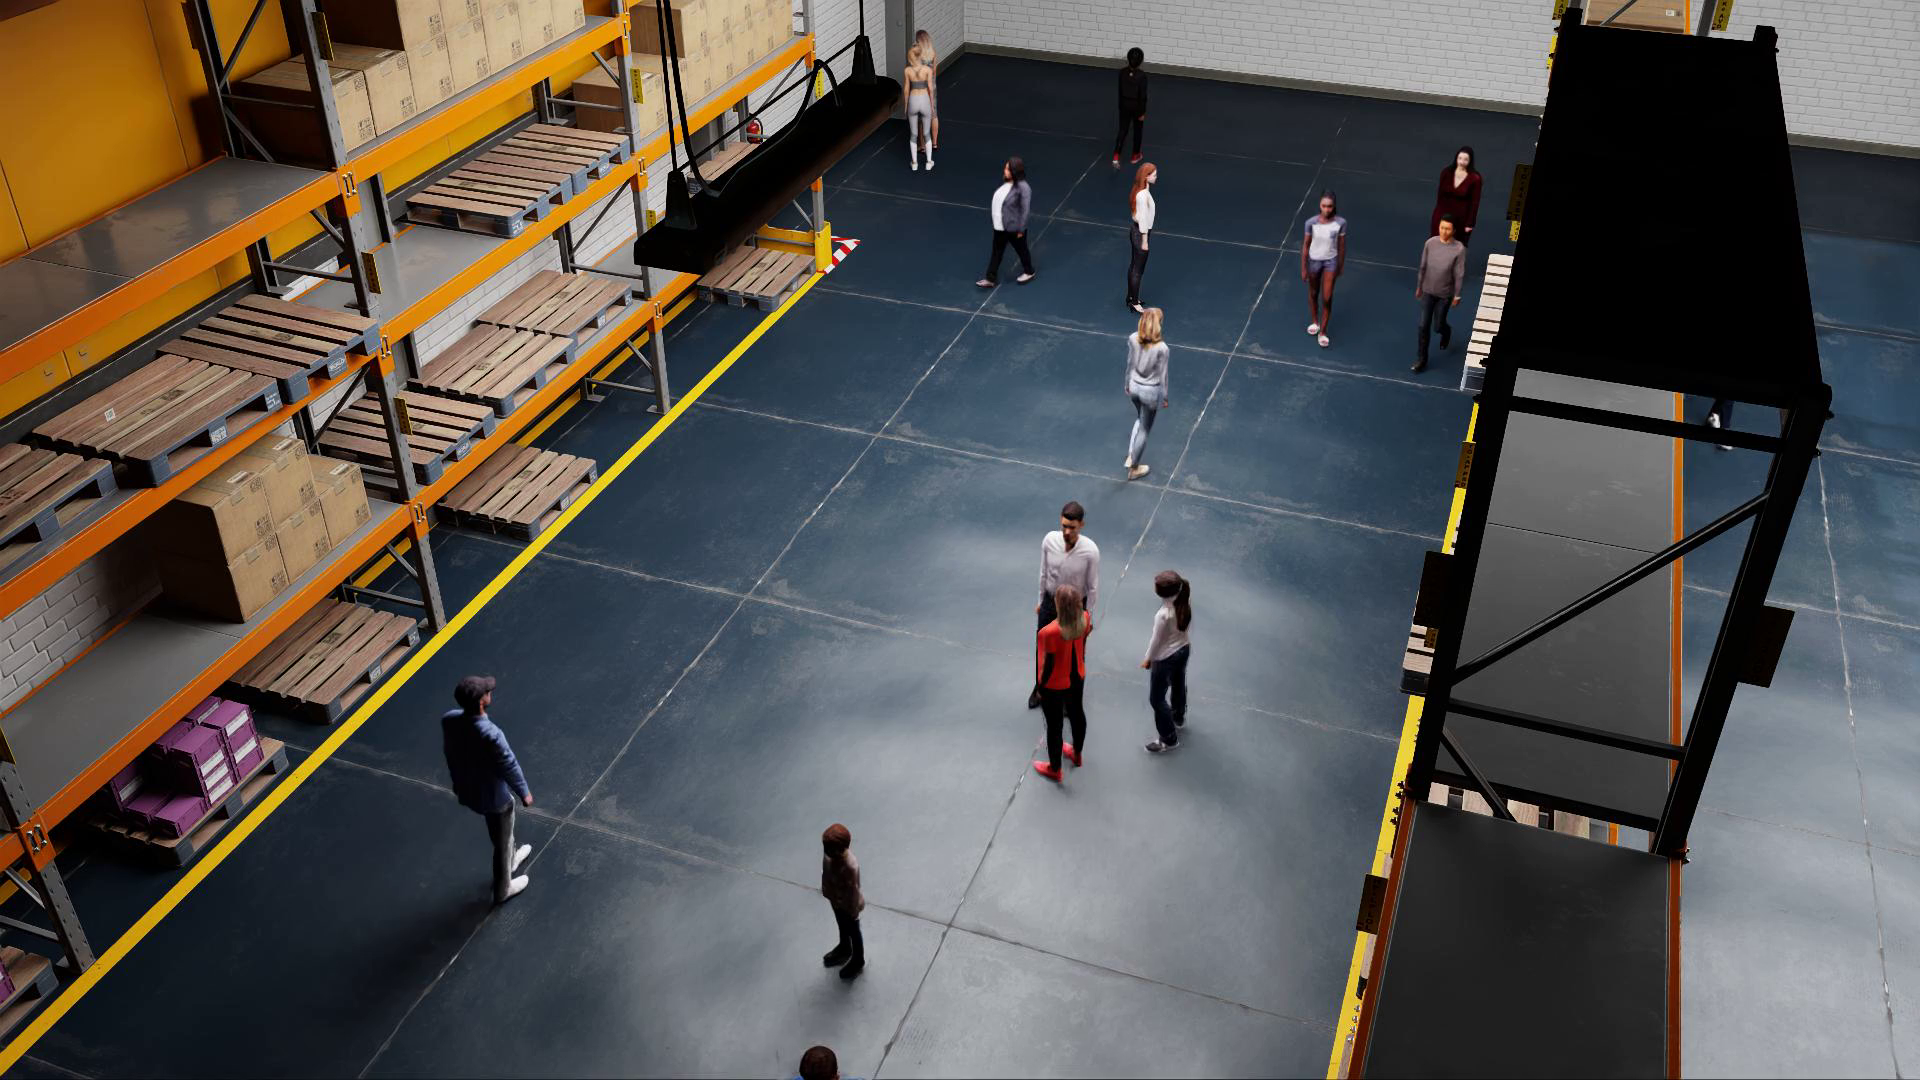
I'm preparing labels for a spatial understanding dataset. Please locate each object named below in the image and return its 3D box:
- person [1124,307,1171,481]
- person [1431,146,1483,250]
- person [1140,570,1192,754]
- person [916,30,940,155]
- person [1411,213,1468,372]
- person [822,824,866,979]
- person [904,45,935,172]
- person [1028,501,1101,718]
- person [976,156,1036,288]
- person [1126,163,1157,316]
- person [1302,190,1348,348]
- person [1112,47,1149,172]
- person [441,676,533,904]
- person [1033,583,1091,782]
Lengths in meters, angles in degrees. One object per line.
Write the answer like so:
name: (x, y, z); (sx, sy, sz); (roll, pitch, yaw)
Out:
person: (1.687, -1.348, 15.693); (0.723, 1.787, 0.751); (28, 43, 35)
person: (5.812, -3.772, 19.415); (0.797, 1.705, 1.149); (19, 38, 26)
person: (1.600, 0.866, 12.589); (0.678, 1.538, 0.873); (-22, 39, -29)
person: (-0.479, -6.228, 23.113); (0.590, 1.702, 0.700); (-25, 41, -32)
person: (5.136, -2.664, 17.708); (0.840, 1.749, 1.017); (20, 39, 28)
person: (-0.740, 2.296, 10.747); (0.582, 1.194, 0.554); (-27, 42, -34)
person: (-0.557, -5.868, 22.568); (0.615, 1.705, 0.608); (1, 34, 1)
person: (0.848, 0.474, 12.883); (0.671, 1.864, 0.651); (15, 36, 21)
person: (0.666, -3.701, 19.443); (1.161, 1.555, 1.016); (-23, 40, -30)
person: (2.042, -3.422, 18.837); (0.719, 1.762, 0.577); (-2, 34, -3)
person: (3.995, -3.060, 18.347); (0.671, 1.702, 0.864); (6, 34, 10)
person: (2.286, -5.824, 22.551); (0.649, 1.652, 1.063); (14, 36, 20)
person: (-3.181, 1.700, 11.027); (0.757, 1.878, 0.829); (18, 38, 25)
person: (0.761, 1.026, 12.208); (0.620, 1.693, 0.734); (-26, 42, -33)
